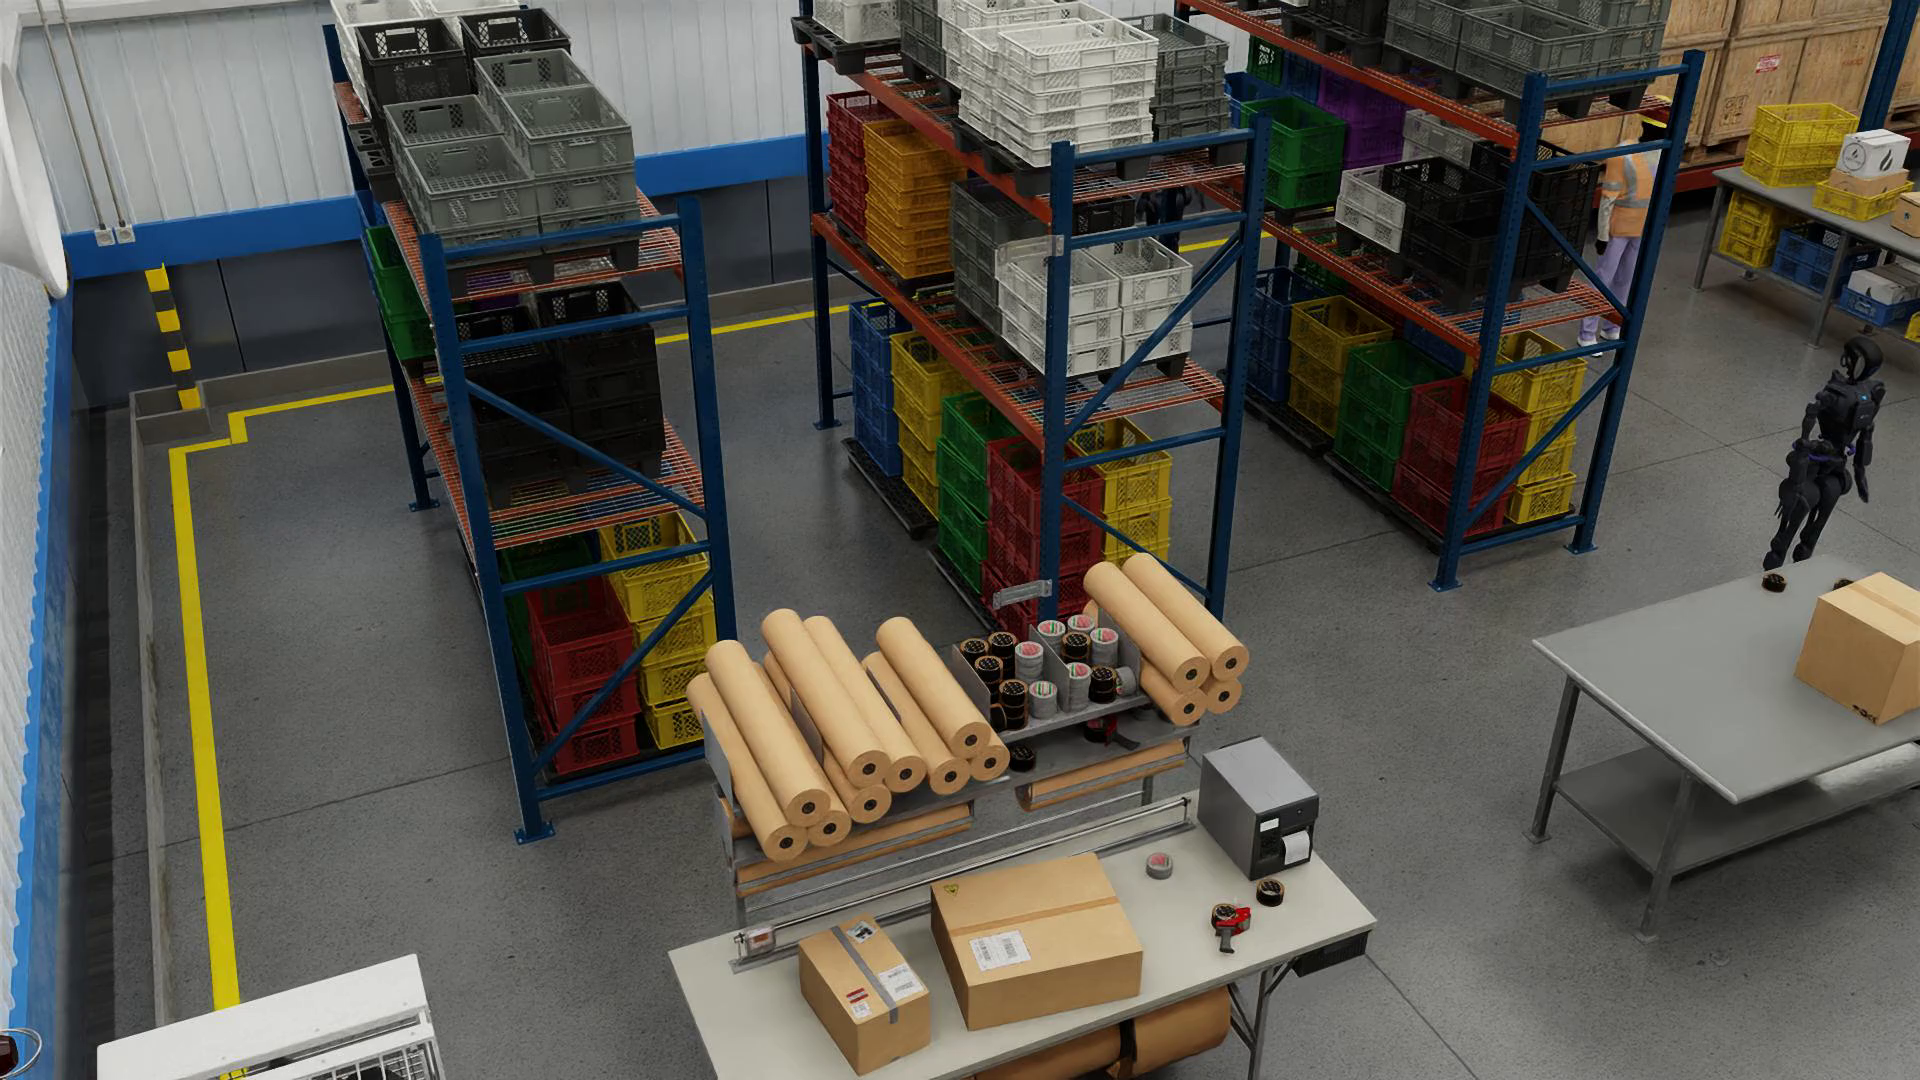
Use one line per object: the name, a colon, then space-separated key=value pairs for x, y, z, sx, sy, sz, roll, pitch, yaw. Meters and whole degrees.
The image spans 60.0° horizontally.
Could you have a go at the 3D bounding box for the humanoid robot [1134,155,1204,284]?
humanoid robot: x=1.643 y=-2.754 z=13.087 sx=0.584 sy=1.657 sz=0.327 roll=-13 pitch=34 yaw=-20

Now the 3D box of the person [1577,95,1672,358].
person: x=4.875 y=-2.281 z=12.095 sx=0.584 sy=1.927 sz=0.362 roll=-13 pitch=34 yaw=-20

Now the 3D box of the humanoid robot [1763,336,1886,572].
humanoid robot: x=4.769 y=-0.346 z=9.180 sx=0.584 sy=1.654 sz=0.327 roll=-13 pitch=34 yaw=-20
